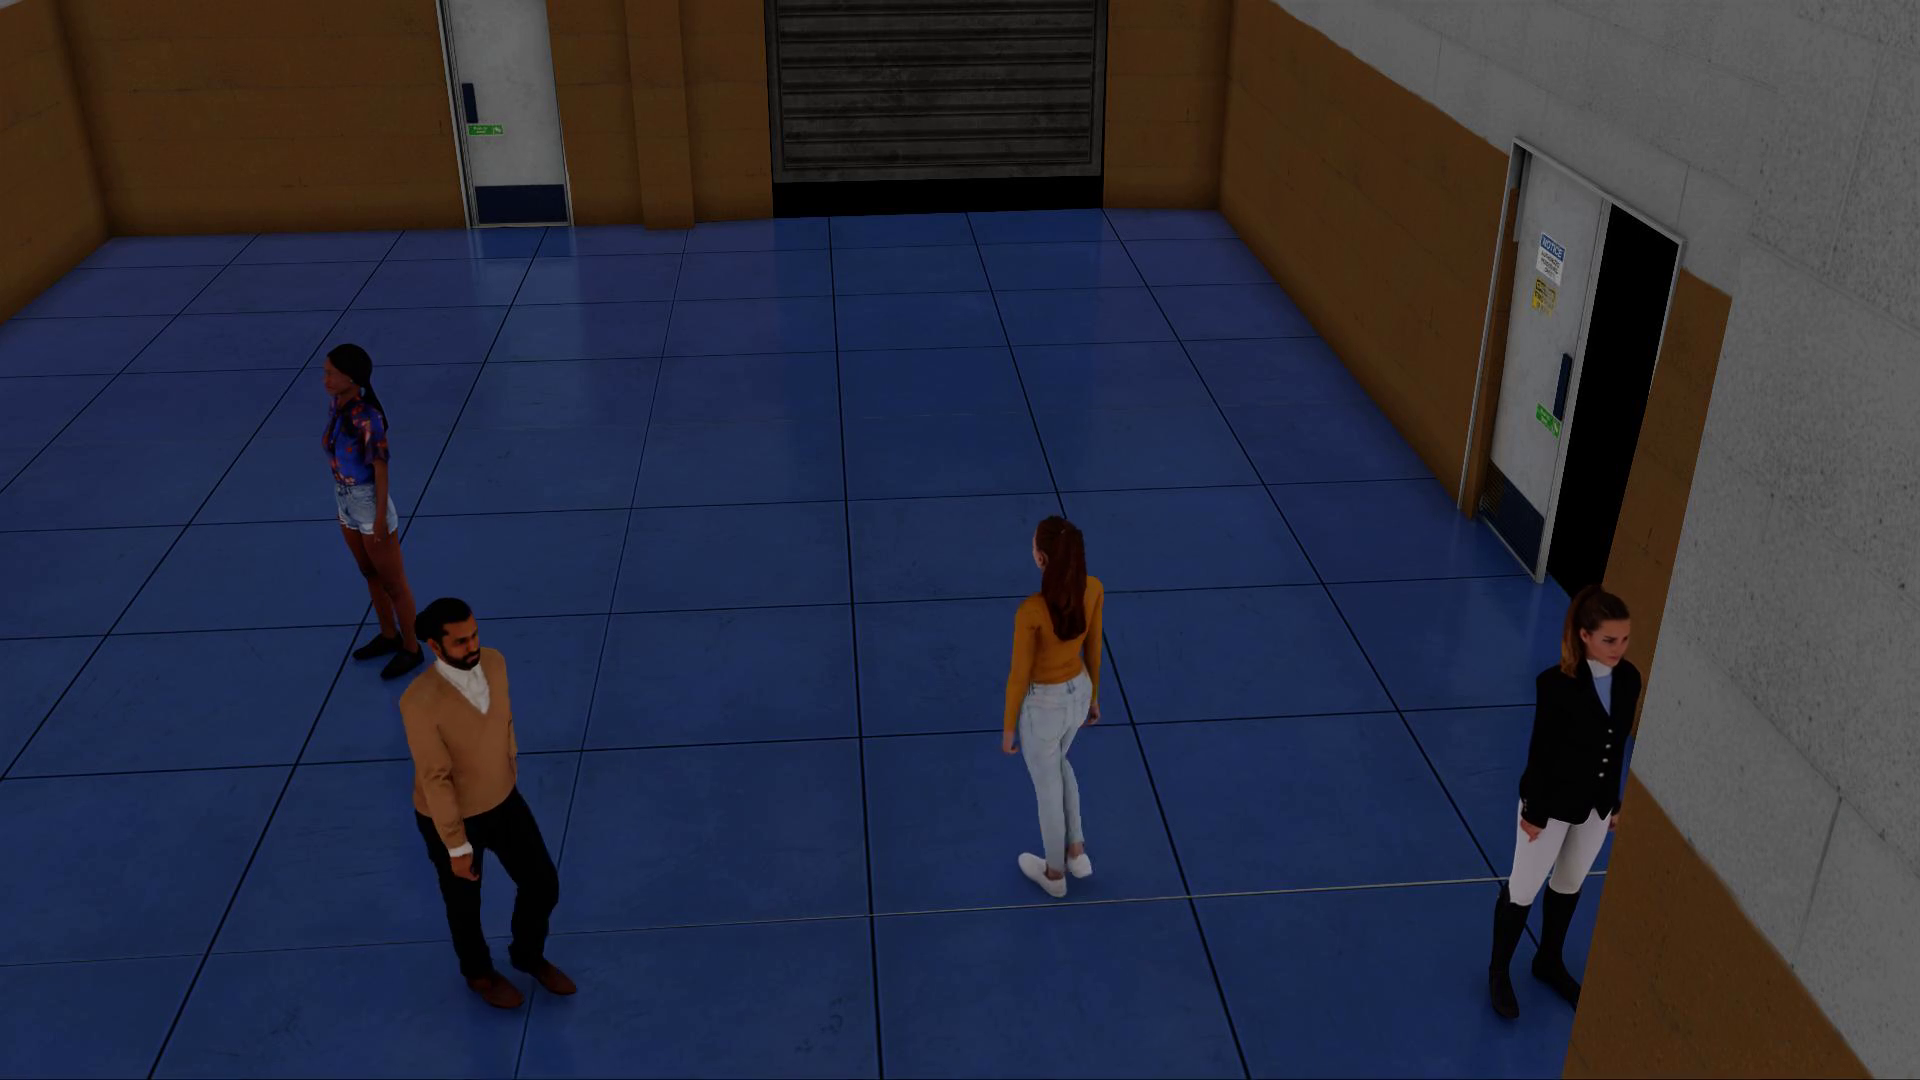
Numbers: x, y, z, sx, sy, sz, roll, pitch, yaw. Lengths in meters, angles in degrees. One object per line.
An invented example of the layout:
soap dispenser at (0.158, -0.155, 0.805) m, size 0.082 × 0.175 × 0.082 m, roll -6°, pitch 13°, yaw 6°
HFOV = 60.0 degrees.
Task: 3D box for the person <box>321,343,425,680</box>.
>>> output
person at (-2.946, -0.148, 8.289) m, size 0.665 × 1.743 × 0.716 m, roll 23°, pitch 35°, yaw 37°

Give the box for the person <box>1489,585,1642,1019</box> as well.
person at (2.217, 0.971, 6.077) m, size 0.540 × 1.731 × 0.663 m, roll -7°, pitch 28°, yaw -14°

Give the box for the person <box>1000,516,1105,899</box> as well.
person at (0.437, 0.719, 6.578) m, size 0.712 × 1.744 × 0.790 m, roll -19°, pitch 33°, yaw -33°

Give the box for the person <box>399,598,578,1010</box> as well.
person at (-1.834, 0.970, 6.083) m, size 0.852 × 1.738 × 0.802 m, roll 17°, pitch 32°, yaw 30°
